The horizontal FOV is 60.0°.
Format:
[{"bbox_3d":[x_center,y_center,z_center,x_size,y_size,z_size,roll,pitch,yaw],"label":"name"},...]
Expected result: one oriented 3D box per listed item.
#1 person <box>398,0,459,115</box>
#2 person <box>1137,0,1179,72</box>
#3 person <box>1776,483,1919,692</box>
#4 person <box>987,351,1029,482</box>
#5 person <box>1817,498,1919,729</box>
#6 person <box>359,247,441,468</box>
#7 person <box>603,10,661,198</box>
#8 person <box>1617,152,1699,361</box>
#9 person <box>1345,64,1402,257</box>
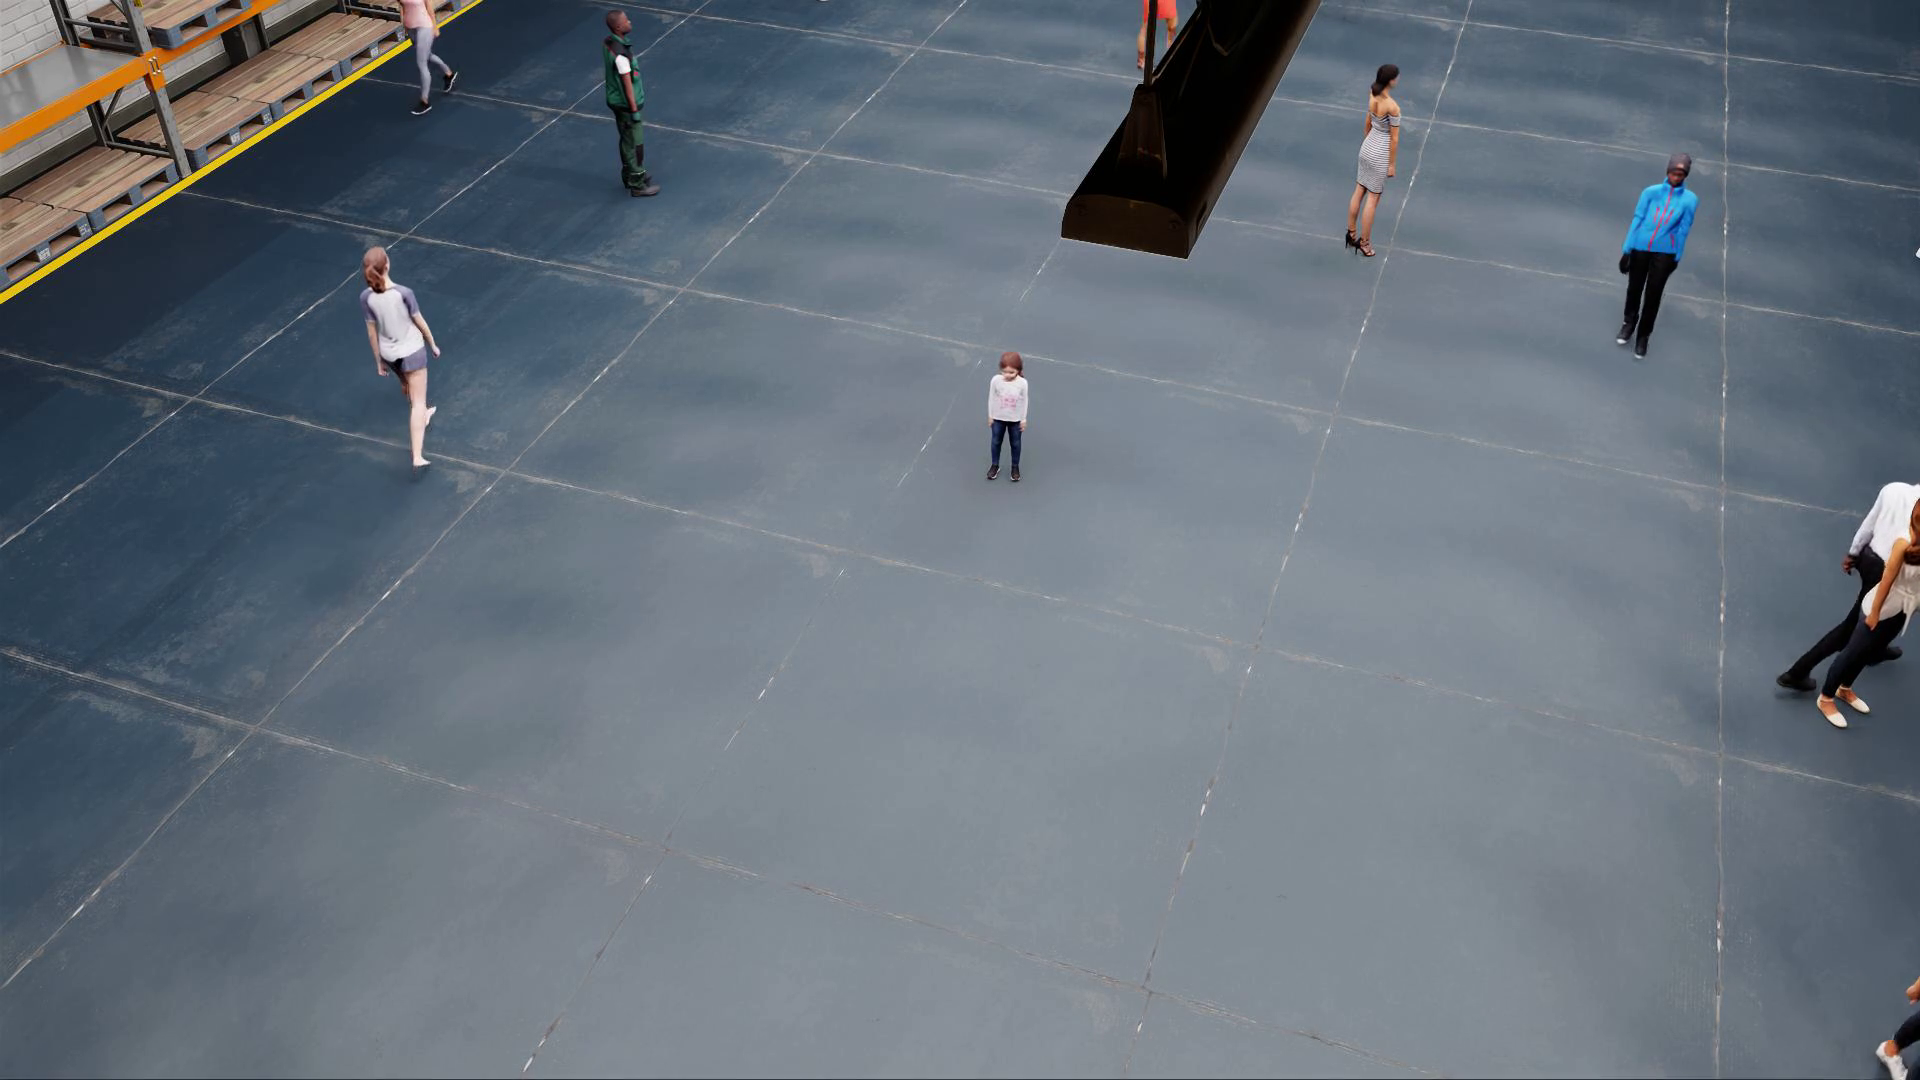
[{"bbox_3d":[-5.762,-5.540,17.910,0.602,1.701,1.126,16,41,19],"label":"person"},{"bbox_3d":[2.146,-6.039,18.542,0.937,1.693,0.912,-30,47,-32],"label":"person"},{"bbox_3d":[5.773,0.270,10.575,1.216,1.778,1.279,-9,40,-12],"label":"person"},{"bbox_3d":[0.362,-0.961,12.648,0.485,1.113,0.525,5,39,6],"label":"person"},{"bbox_3d":[5.803,0.400,10.406,0.664,1.785,0.735,-19,42,-22],"label":"person"},{"bbox_3d":[-4.255,-1.360,12.658,0.852,1.725,1.217,1,39,1],"label":"person"},{"bbox_3d":[-3.250,-4.257,16.193,0.838,1.840,0.777,-16,41,-19],"label":"person"},{"bbox_3d":[5.843,-2.457,13.985,0.690,1.782,0.787,22,44,25],"label":"person"},{"bbox_3d":[3.793,-3.479,15.233,0.741,1.822,0.673,-15,41,-18],"label":"person"}]
